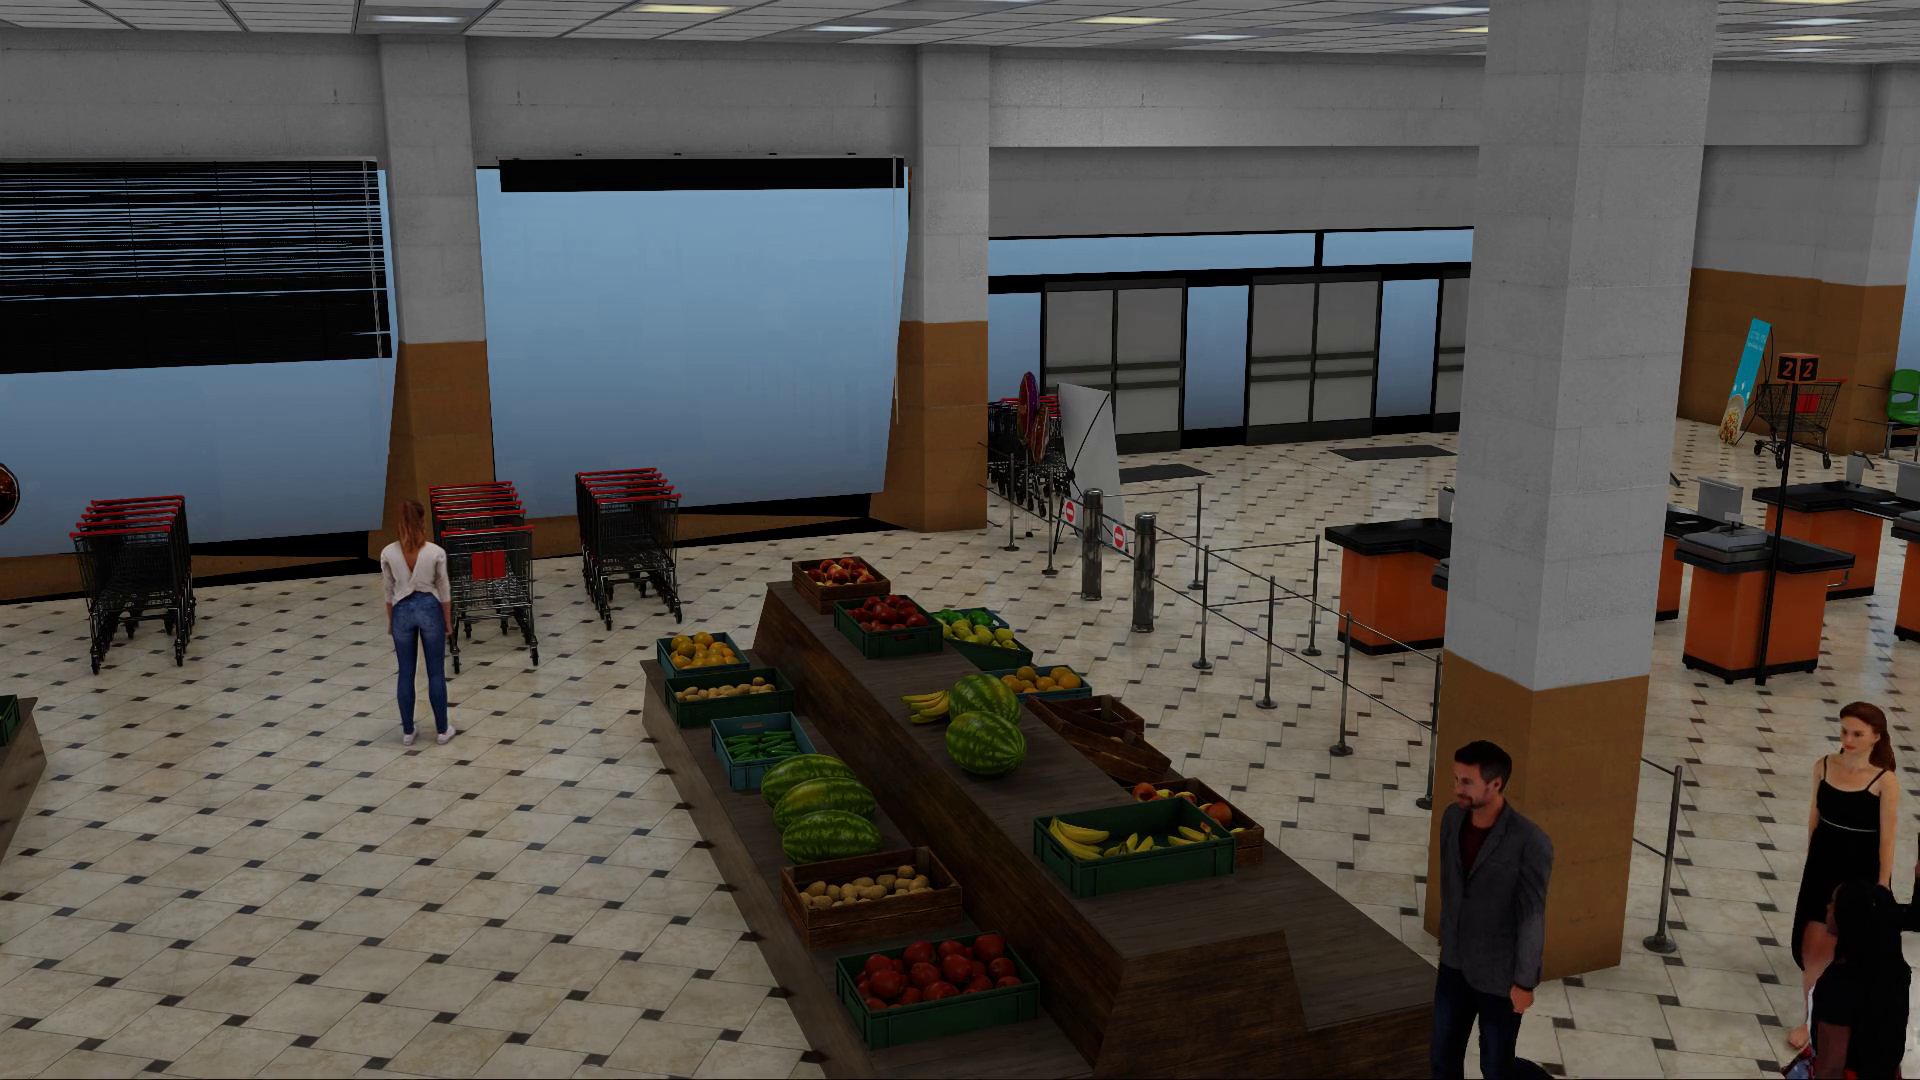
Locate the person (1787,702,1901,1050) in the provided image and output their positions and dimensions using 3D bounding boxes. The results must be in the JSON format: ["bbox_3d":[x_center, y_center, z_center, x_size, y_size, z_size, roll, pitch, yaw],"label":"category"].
[{"bbox_3d":[4.178,1.518,7.746,0.853,1.598,1.071,-12,18,-40],"label":"person"}]

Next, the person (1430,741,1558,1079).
[{"bbox_3d":[2.133,1.671,6.585,0.903,1.849,1.016,-9,16,-33],"label":"person"}]

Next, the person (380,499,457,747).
[{"bbox_3d":[-3.724,0.563,11.421,0.632,1.721,0.572,-2,14,-9],"label":"person"}]

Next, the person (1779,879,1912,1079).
[{"bbox_3d":[3.064,1.980,5.631,0.711,1.697,1.085,-8,16,-29],"label":"person"}]
